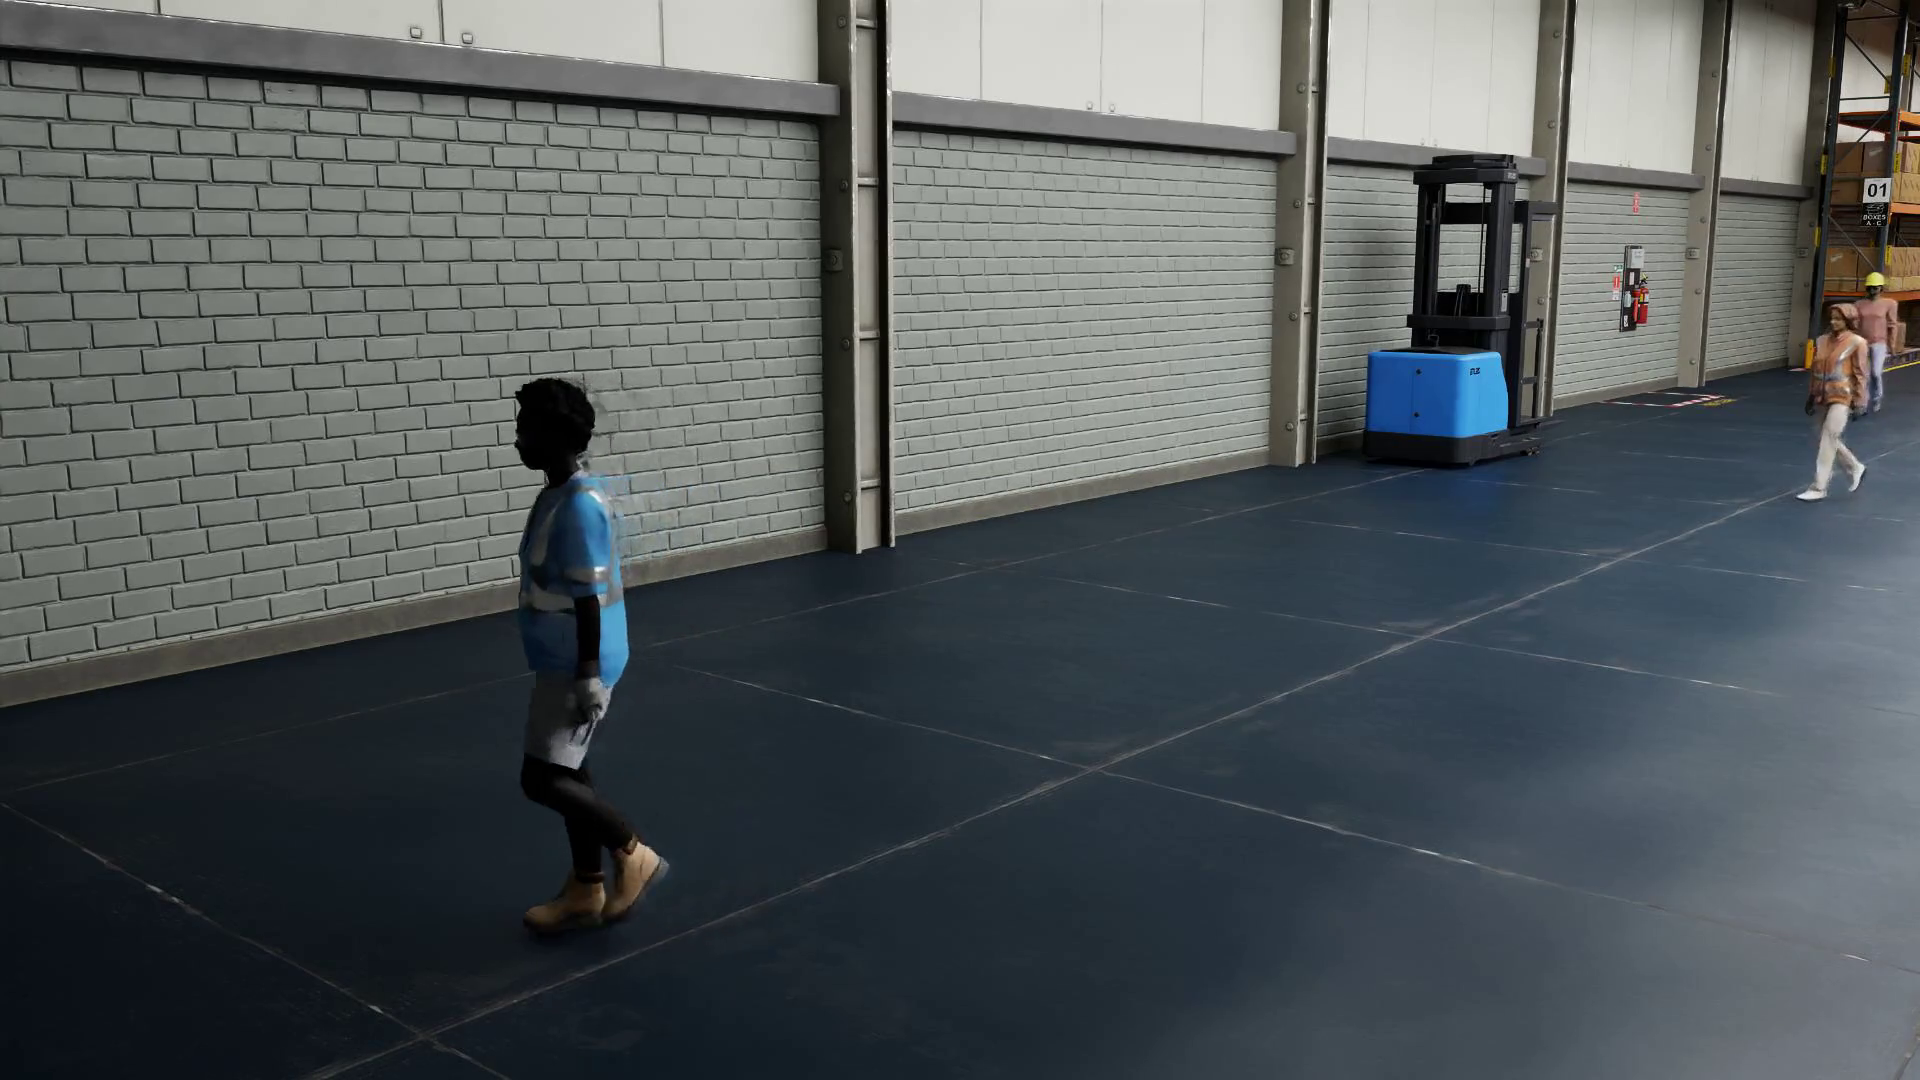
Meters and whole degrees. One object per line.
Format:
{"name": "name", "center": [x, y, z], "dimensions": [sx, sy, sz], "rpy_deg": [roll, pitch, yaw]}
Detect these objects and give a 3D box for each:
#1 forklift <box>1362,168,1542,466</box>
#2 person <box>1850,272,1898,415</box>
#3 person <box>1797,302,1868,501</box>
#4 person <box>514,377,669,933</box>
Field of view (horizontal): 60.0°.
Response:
{"name": "forklift", "center": [4.875, -2.212, 16.287], "dimensions": [1.129, 2.768, 1.873], "rpy_deg": [8, 13, 40]}
{"name": "person", "center": [11.221, -2.414, 20.494], "dimensions": [0.364, 1.751, 0.552], "rpy_deg": [-8, 13, -39]}
{"name": "person", "center": [7.201, -1.137, 13.613], "dimensions": [0.693, 1.615, 0.522], "rpy_deg": [-3, 10, -15]}
{"name": "person", "center": [-1.160, 0.360, 4.920], "dimensions": [0.375, 1.680, 0.545], "rpy_deg": [-4, 11, -21]}
